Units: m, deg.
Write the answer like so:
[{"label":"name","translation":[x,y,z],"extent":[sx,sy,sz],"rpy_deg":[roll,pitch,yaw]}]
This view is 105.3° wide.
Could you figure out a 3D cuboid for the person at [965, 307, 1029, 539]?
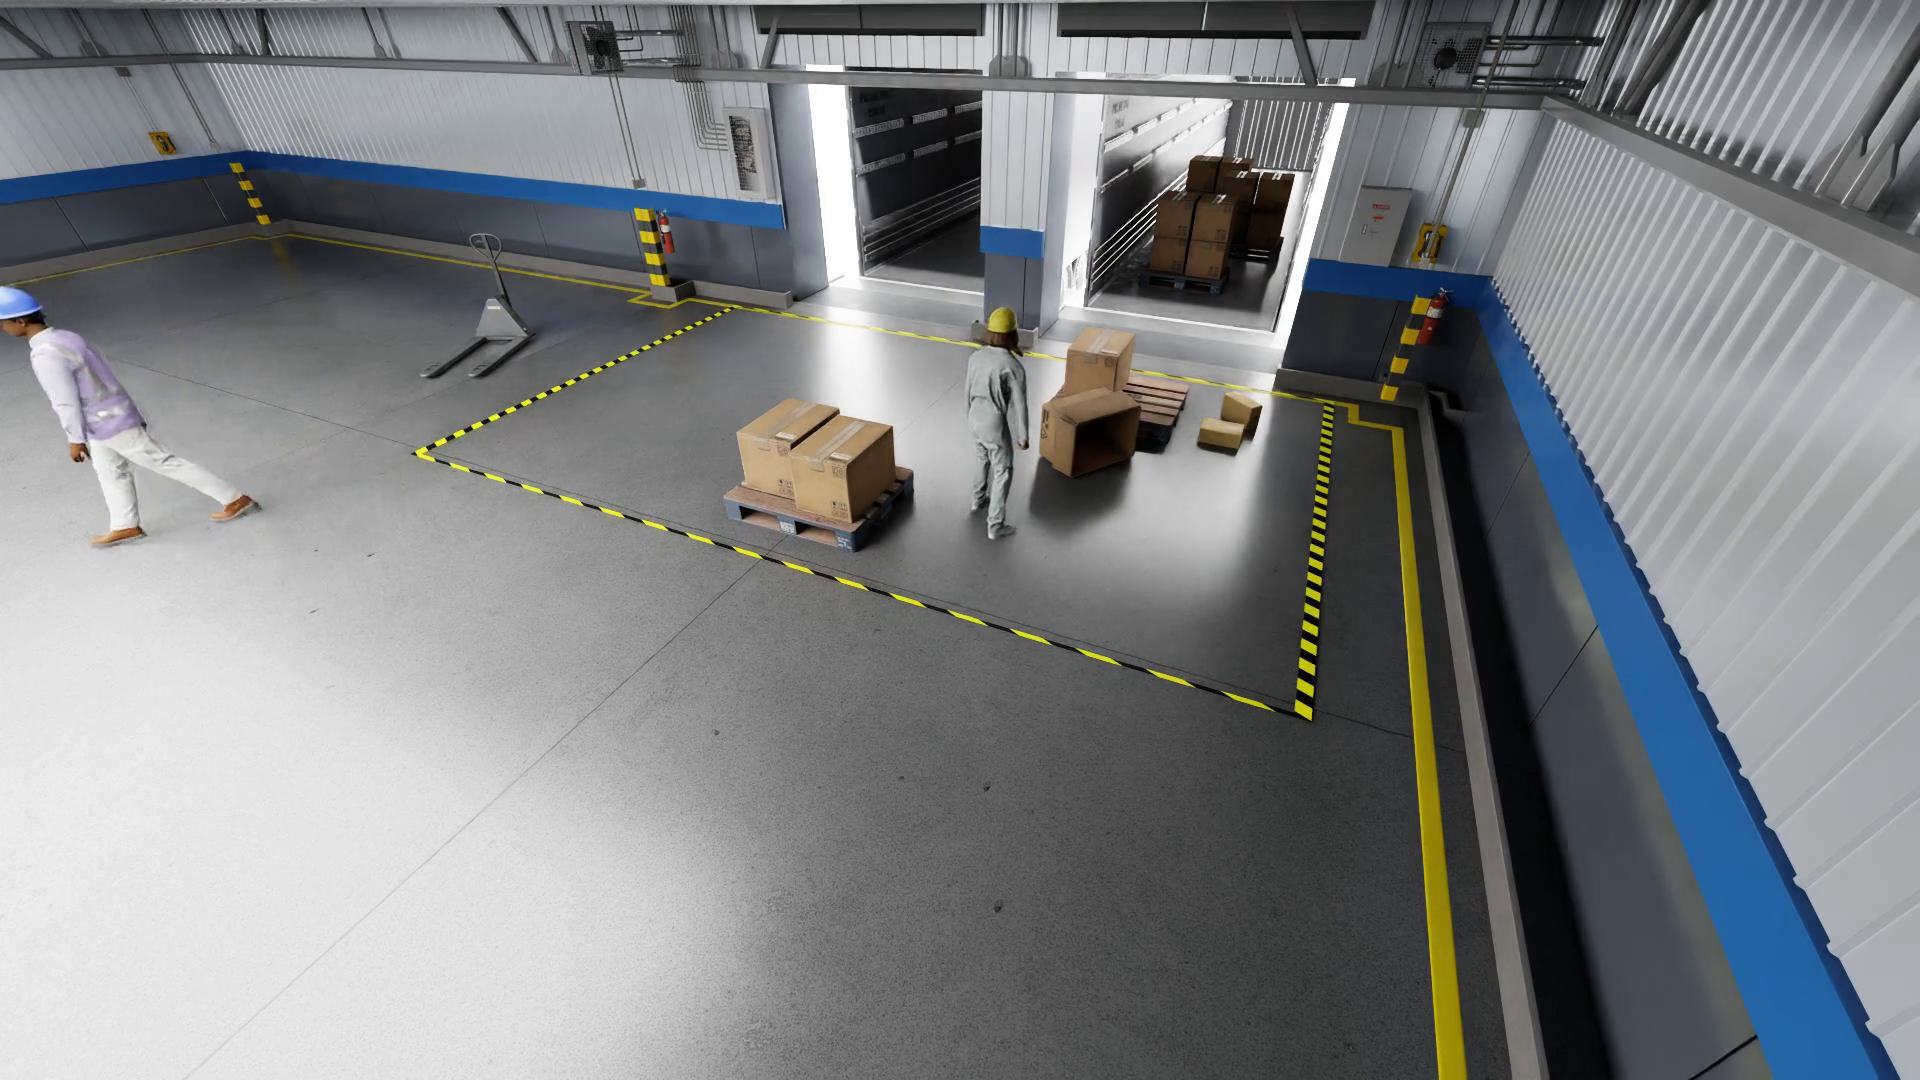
[{"label":"person","translation":[0.250,-0.870,5.503],"extent":[0.653,1.652,0.575],"rpy_deg":[28,44,33]}]

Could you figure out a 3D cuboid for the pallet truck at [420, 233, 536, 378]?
[{"label":"pallet truck","translation":[-5.664,-2.712,8.427],"extent":[0.680,1.201,1.601],"rpy_deg":[0,35,-1]}]

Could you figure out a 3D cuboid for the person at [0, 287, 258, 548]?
[{"label":"person","translation":[-6.142,-0.840,5.242],"extent":[1.006,1.895,0.606],"rpy_deg":[-27,43,-32]}]
